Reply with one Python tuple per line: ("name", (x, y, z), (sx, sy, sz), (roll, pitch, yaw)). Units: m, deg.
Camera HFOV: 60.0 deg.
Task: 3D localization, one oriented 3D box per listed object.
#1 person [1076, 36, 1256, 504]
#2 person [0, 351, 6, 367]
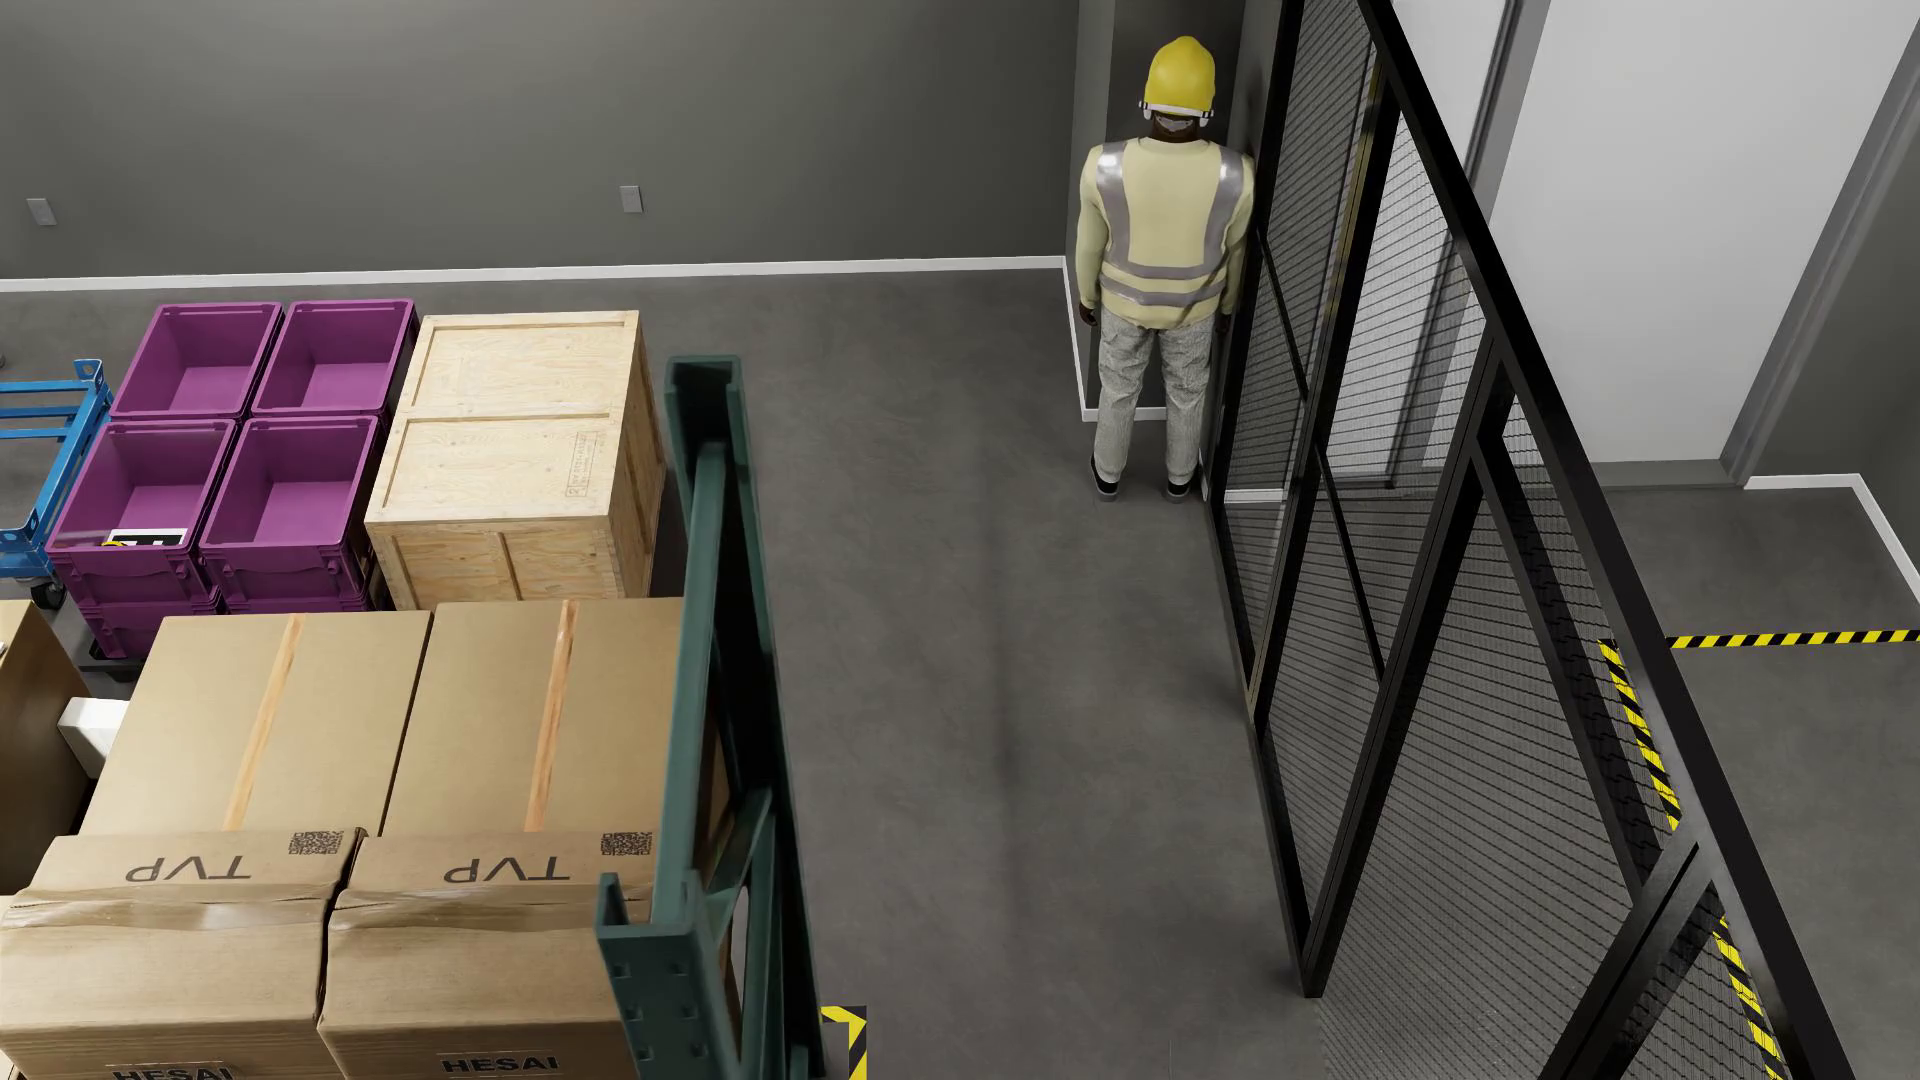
("person", (0.680, -0.854, 5.644), (0.588, 1.833, 0.404), (4, 46, 3))
("person", (-4.038, -1.267, 5.966), (0.372, 1.940, 0.631), (-4, 46, -3))
